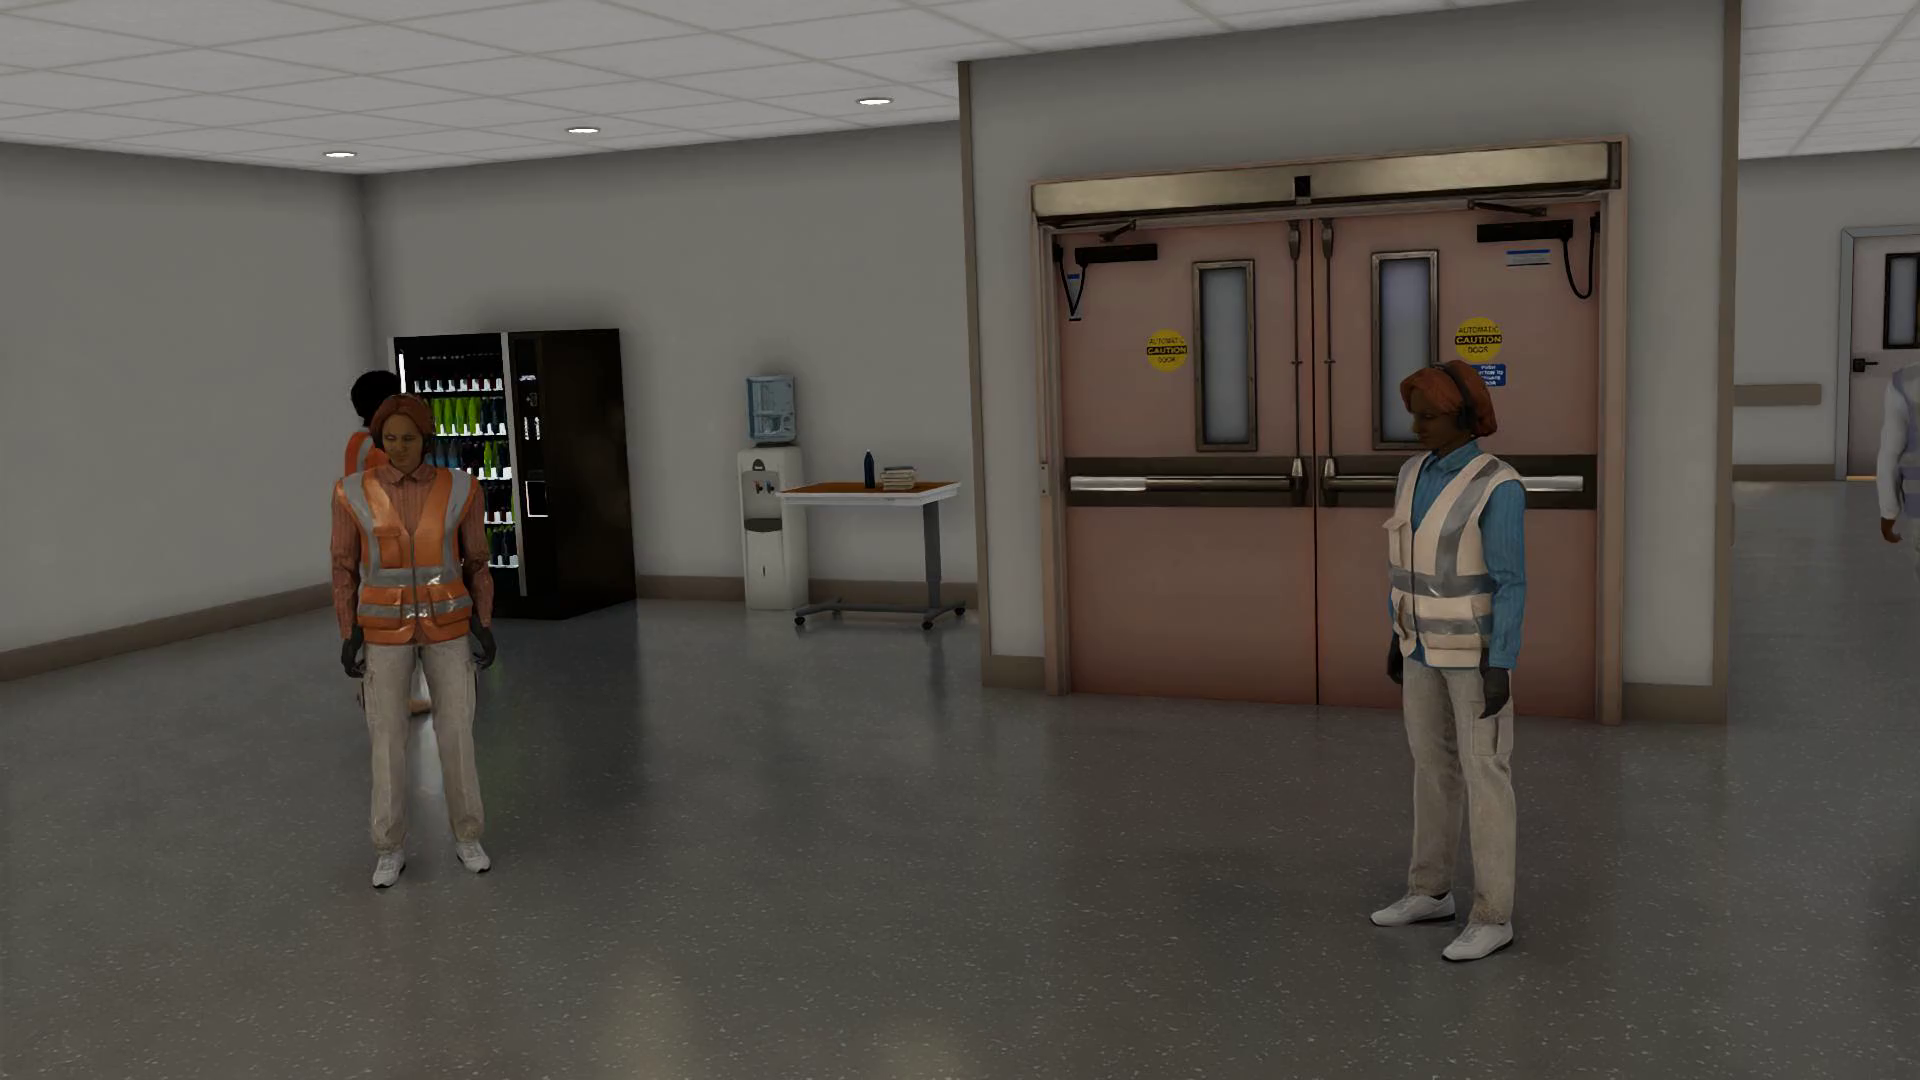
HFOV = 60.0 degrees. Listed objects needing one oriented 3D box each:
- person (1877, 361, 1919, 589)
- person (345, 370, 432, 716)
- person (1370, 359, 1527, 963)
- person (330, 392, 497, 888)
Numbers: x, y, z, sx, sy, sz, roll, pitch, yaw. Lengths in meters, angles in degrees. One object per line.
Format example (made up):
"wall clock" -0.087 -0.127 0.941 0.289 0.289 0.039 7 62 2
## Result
"person" 4.119 -0.149 6.831 0.588 1.798 0.843 0 8 18
"person" -2.707 0.038 7.857 0.362 1.680 0.555 -7 9 -34
"person" 1.361 0.325 4.595 0.309 1.640 0.514 -5 8 -21
"person" -1.816 0.325 5.575 0.514 1.639 0.310 -5 8 -20
